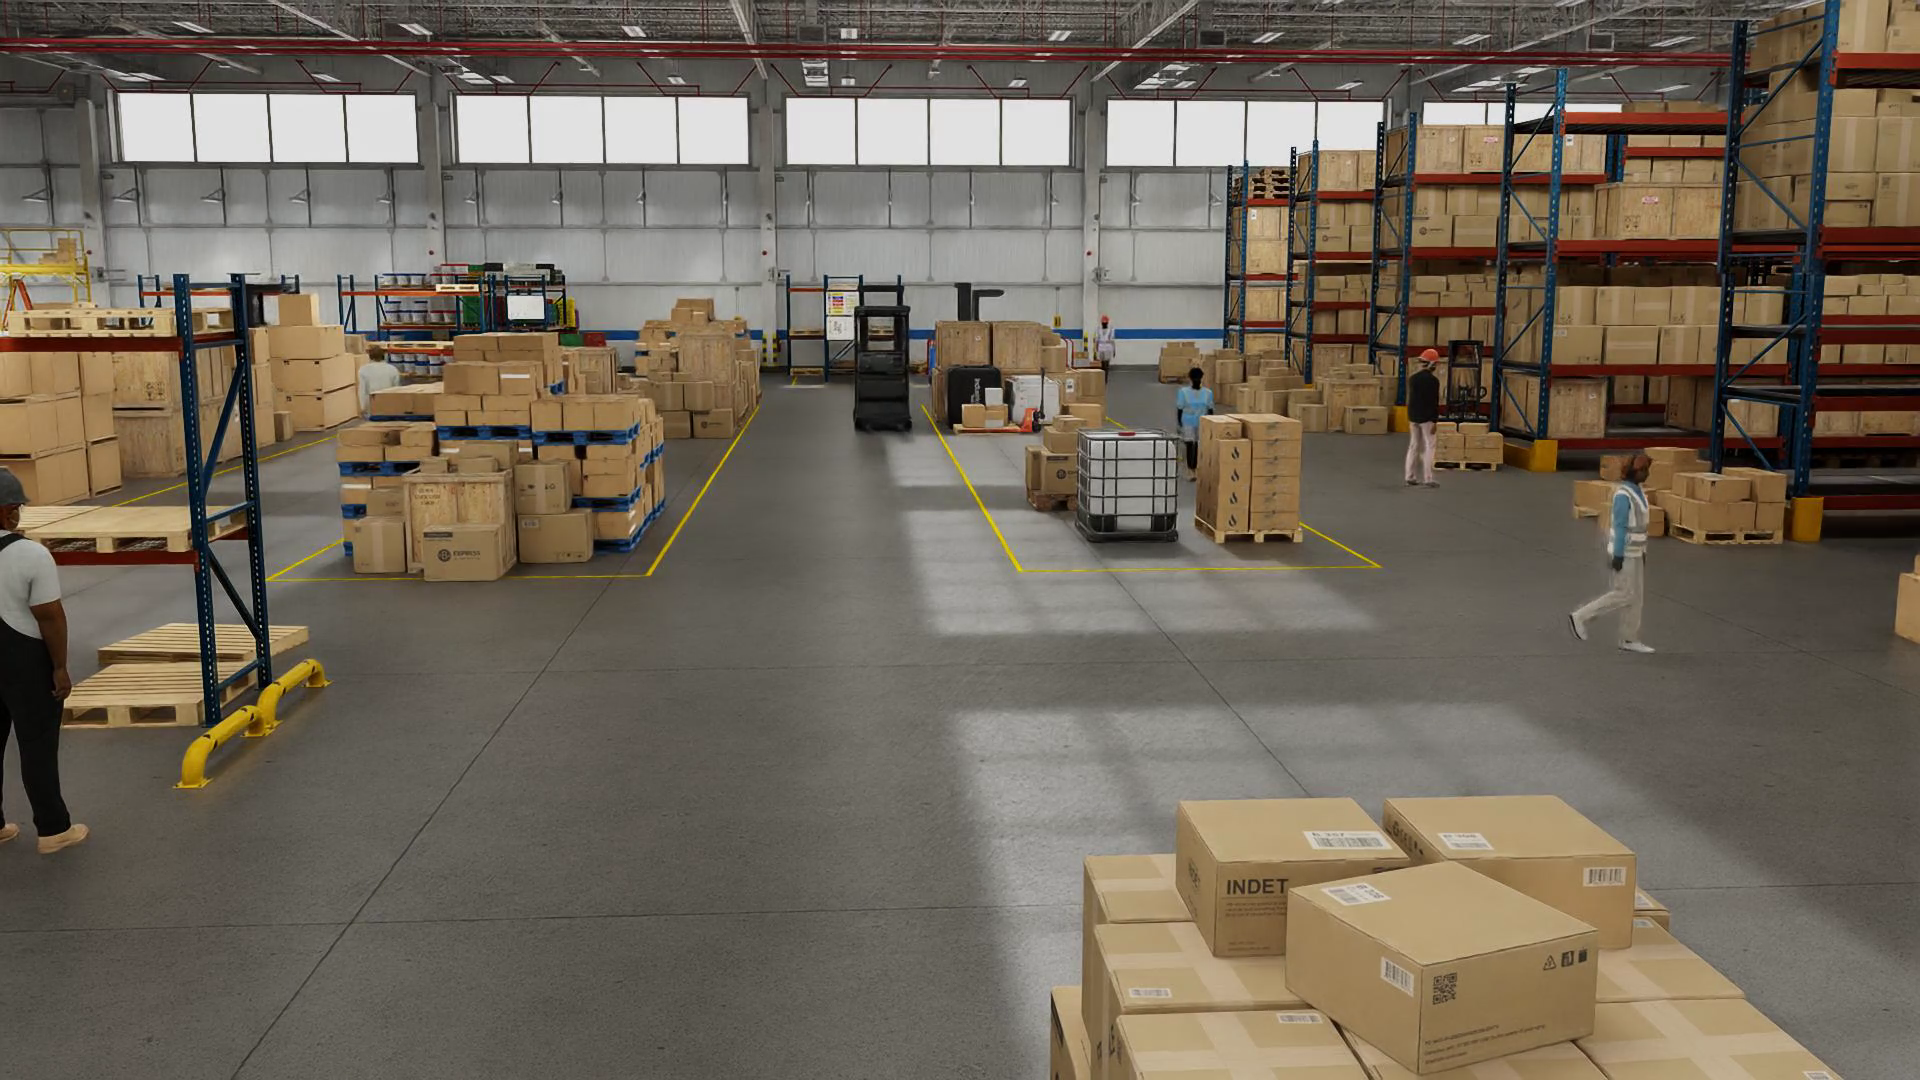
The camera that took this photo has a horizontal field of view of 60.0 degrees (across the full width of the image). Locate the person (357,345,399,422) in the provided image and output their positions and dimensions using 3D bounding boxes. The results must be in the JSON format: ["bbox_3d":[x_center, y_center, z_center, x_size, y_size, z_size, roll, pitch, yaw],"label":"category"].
[{"bbox_3d":[-9.183,-2.117,26.338,0.641,1.926,0.561,-5,10,-27],"label":"person"}]

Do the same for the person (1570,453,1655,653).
[{"bbox_3d":[5.299,0.099,13.368,0.564,1.620,0.518,7,11,36],"label":"person"}]

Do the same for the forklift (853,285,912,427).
[{"bbox_3d":[-1.585,-3.720,33.390,1.129,2.768,1.873,-1,9,-5],"label":"forklift"}]

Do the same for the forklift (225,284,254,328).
[{"bbox_3d":[-16.453,-4.480,38.161,1.873,2.768,1.129,-2,9,-10],"label":"forklift"}]

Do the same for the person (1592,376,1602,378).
[{"bbox_3d":[11.557,-2.758,30.632,0.431,1.832,0.655,0,9,0],"label":"person"}]

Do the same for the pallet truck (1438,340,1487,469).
[{"bbox_3d":[8.004,-2.170,26.422,0.823,1.965,1.885,2,9,14],"label":"pallet truck"}]

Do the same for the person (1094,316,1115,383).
[{"bbox_3d":[4.011,-5.285,46.321,0.571,1.879,1.014,3,9,17],"label":"person"}]

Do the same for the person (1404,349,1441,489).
[{"bbox_3d":[6.608,-1.721,23.639,0.409,1.984,0.623,-5,10,-27],"label":"person"}]

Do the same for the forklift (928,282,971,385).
[{"bbox_3d":[0.092,-5.570,45.005,1.873,2.768,1.129,-1,9,-4],"label":"forklift"}]

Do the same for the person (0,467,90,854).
[{"bbox_3d":[-4.971,0.625,8.734,0.689,2.000,0.538,1,9,4],"label":"person"}]

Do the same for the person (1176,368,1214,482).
[{"bbox_3d":[3.460,-1.663,24.257,0.553,1.655,0.819,-1,9,-7],"label":"person"}]
